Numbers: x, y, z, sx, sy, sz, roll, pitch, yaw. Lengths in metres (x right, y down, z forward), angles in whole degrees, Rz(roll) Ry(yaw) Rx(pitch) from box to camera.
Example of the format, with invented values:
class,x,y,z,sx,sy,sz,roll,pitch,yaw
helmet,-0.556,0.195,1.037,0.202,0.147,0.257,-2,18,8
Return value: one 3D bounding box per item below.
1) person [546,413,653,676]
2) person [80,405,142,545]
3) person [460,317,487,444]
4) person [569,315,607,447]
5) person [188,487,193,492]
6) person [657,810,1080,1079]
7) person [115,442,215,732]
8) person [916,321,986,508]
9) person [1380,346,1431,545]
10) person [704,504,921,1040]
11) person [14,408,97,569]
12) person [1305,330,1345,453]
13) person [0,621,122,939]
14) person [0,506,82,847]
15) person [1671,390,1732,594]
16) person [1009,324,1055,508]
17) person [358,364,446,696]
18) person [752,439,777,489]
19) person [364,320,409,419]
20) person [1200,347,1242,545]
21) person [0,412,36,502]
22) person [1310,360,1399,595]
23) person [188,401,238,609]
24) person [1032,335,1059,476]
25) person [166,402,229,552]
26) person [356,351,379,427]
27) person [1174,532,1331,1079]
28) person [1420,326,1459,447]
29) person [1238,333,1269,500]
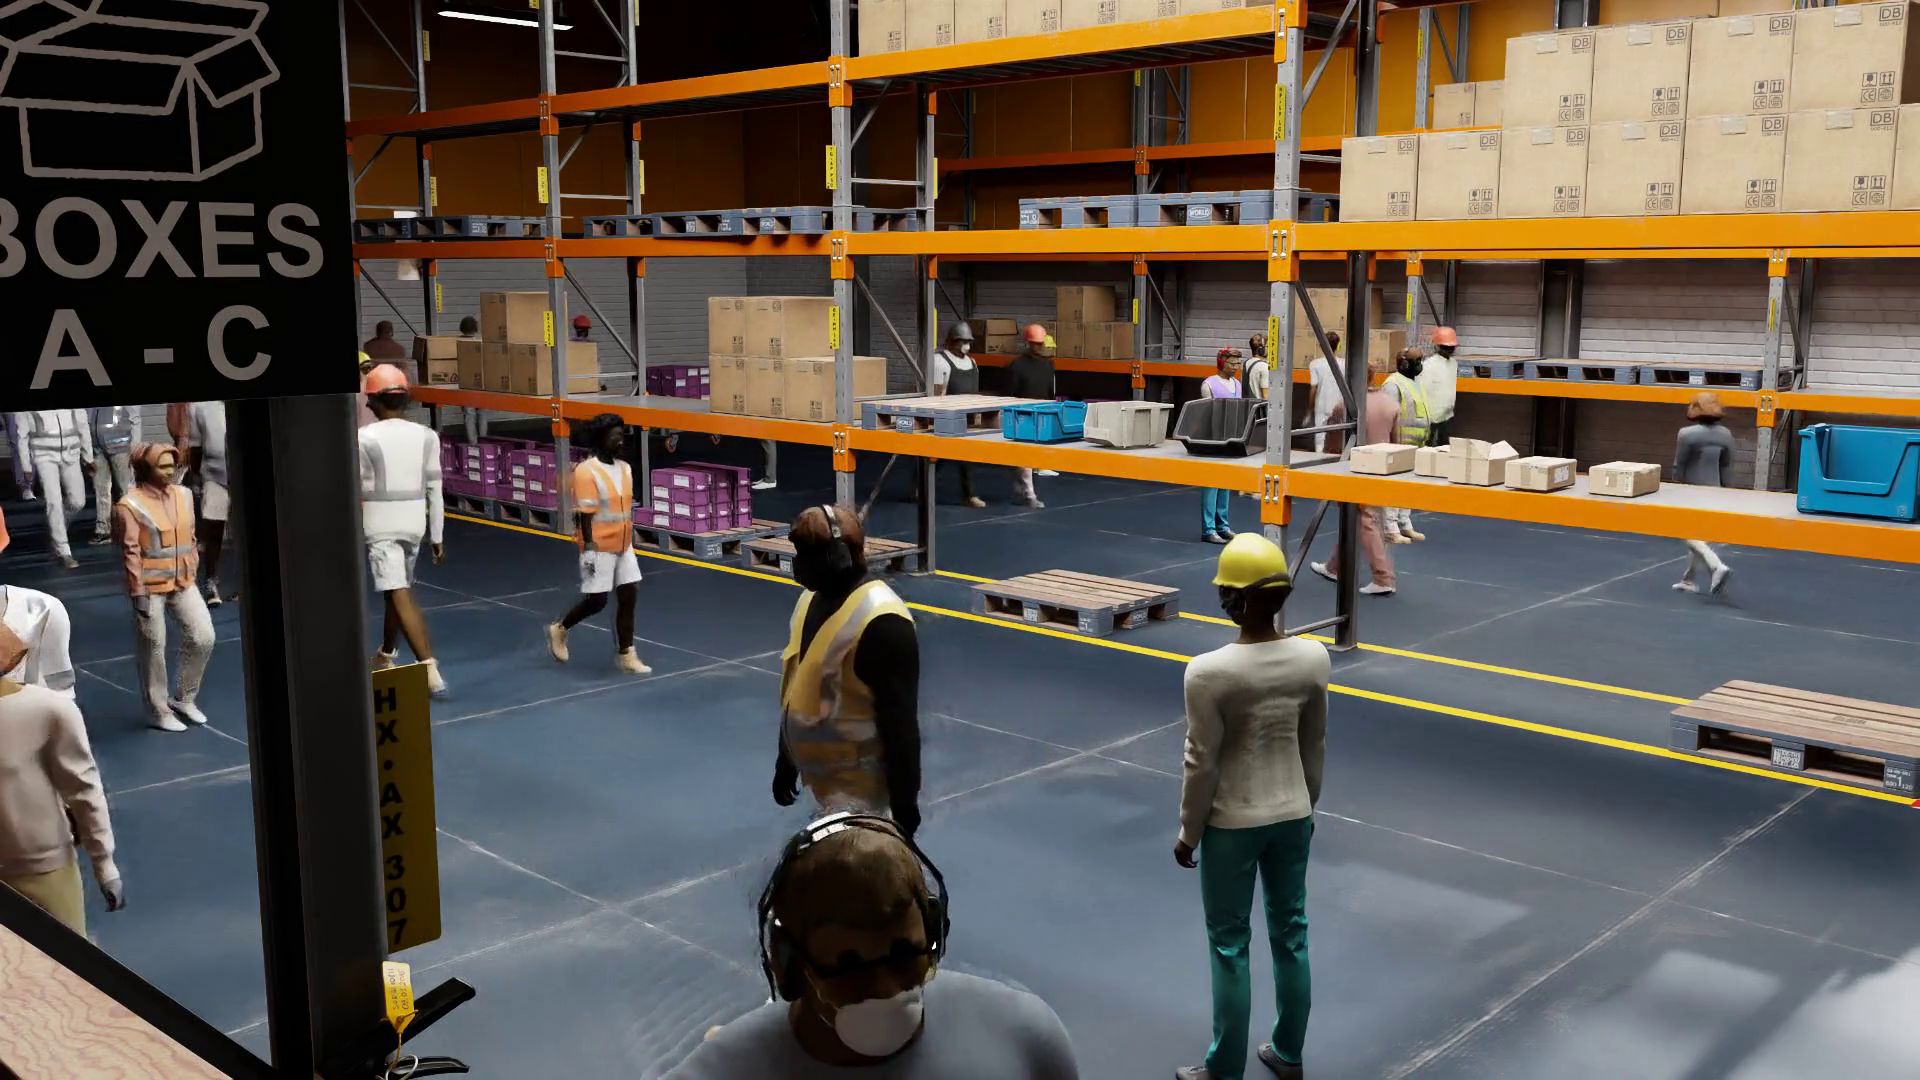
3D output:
class,x,y,z,sx,sy,sz,roll,pitch,yaw
person,-2.277,0.026,10.449,0.609,1.678,0.533,5,11,29
person,-7.885,-0.856,15.408,0.590,1.830,0.403,0,9,1
person,-6.680,-2.085,22.710,0.666,1.899,0.844,-4,10,-21
person,-5.446,-2.294,24.020,0.554,1.904,0.932,6,11,33
person,-8.598,-1.425,18.861,0.619,1.845,0.430,7,12,38
person,-0.158,1.243,2.323,0.642,1.904,0.914,-5,11,-28
person,-4.356,0.270,9.130,0.415,1.618,0.527,4,10,23
person,-0.094,-1.367,17.894,0.690,2.000,0.767,-8,12,-41
person,4.173,-0.887,15.558,0.429,1.844,0.627,8,12,39
person,-0.478,0.785,5.439,0.927,1.795,0.629,-5,10,-26
person,-7.815,-0.701,14.350,0.704,1.867,0.597,8,12,41
person,4.169,-1.435,18.847,0.532,1.865,0.312,-2,9,-10
person,-2.718,0.984,4.829,0.602,1.613,0.281,0,9,-3
person,-2.948,0.786,5.039,0.543,1.928,0.373,-7,11,-36
person,5.799,-0.349,12.934,0.498,1.620,0.590,-3,10,-20
person,0.735,-1.346,17.986,0.623,1.978,0.640,-6,11,-34
person,-3.404,-0.060,10.036,1.042,1.996,0.620,7,12,39
person,-2.311,-1.549,19.356,0.388,1.927,0.589,0,9,1
person,-7.730,-1.998,22.274,0.670,1.879,0.621,0,9,-3
person,2.446,-0.891,15.595,0.390,1.839,0.564,8,12,39
person,-10.265,-1.347,18.364,0.653,1.851,0.830,-9,13,-43
person,3.157,-0.518,13.256,0.688,1.852,1.003,-6,11,-34
person,-5.525,-0.439,12.581,0.615,1.925,0.881,-2,10,-14
person,1.061,-1.674,20.680,0.291,1.745,0.488,-2,9,-10
person,-7.016,-0.844,14.912,0.799,1.959,0.650,-8,13,-42
person,-5.954,-1.023,16.724,0.541,1.740,0.657,-8,12,-39
person,0.892,0.854,5.119,0.524,1.769,0.309,-5,10,-27
person,5.222,-1.392,18.373,0.636,1.945,1.016,-7,12,-37
person,3.299,-1.370,18.510,0.349,1.847,0.505,-4,10,-22
